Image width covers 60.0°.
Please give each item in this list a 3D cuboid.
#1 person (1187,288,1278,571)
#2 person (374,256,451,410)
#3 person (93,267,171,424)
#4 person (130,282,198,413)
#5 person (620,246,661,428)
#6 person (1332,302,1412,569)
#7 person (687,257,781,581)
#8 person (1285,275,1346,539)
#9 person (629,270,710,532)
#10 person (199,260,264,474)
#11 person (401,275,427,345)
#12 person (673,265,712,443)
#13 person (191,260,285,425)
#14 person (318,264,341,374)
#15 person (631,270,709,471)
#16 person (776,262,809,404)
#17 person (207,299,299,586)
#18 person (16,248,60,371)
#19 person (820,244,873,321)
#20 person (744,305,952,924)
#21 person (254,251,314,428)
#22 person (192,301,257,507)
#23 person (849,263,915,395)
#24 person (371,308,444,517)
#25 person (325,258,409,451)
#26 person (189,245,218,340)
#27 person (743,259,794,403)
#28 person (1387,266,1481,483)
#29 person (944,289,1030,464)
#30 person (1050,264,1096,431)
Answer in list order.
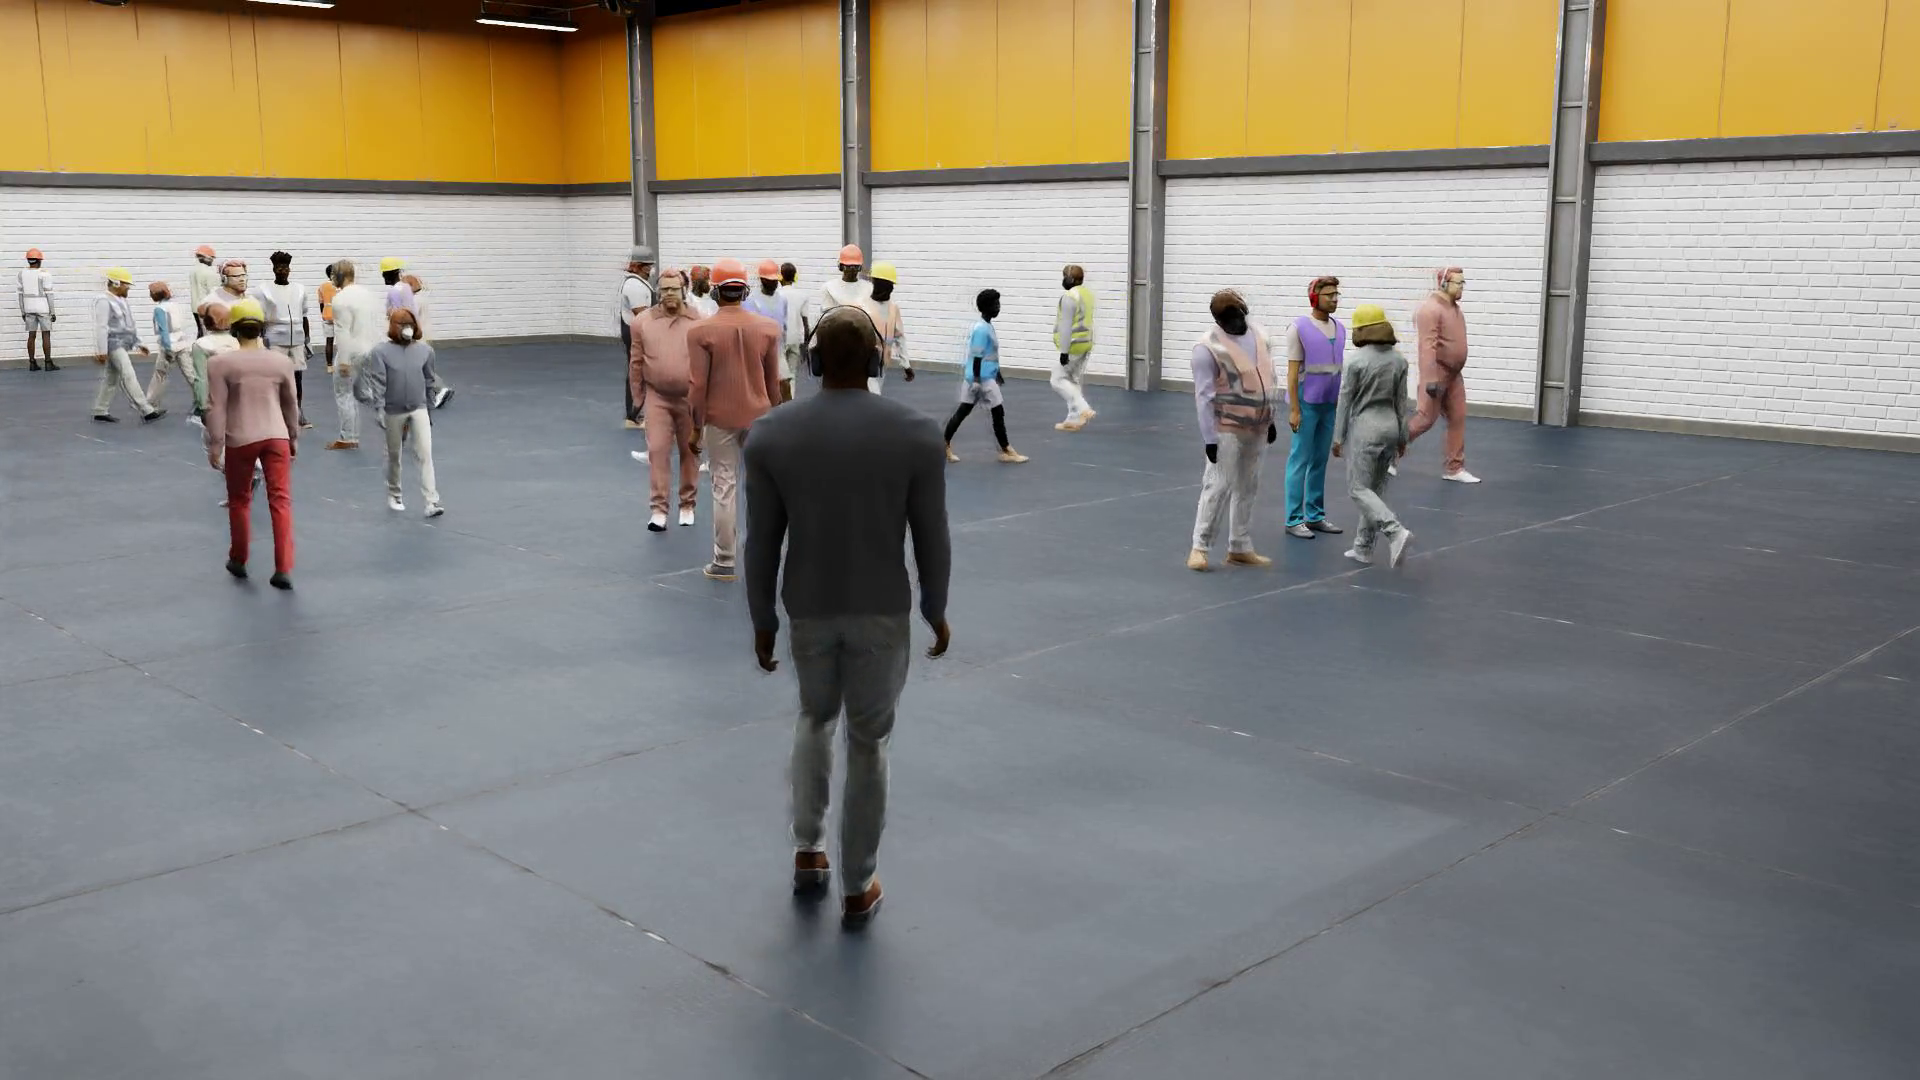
[{"bbox_3d":[1.761,-0.695,10.609,0.693,1.810,0.436,-8,13,-36],"label":"person"},{"bbox_3d":[-6.734,-2.518,20.294,0.855,1.895,0.600,0,10,-2],"label":"person"},{"bbox_3d":[-9.463,-2.189,18.820,0.901,1.766,0.590,-2,11,-10],"label":"person"},{"bbox_3d":[-9.417,-2.272,19.778,0.895,1.577,0.537,0,10,3],"label":"person"},{"bbox_3d":[-3.374,-2.254,18.437,0.783,2.000,0.693,-1,10,-3],"label":"person"},{"bbox_3d":[2.685,-0.658,10.637,0.502,1.712,0.687,-5,11,-24],"label":"person"},{"bbox_3d":[-1.402,-0.742,10.313,0.611,1.996,0.387,-6,12,-29],"label":"person"},{"bbox_3d":[2.520,-0.947,11.827,0.563,1.850,0.389,-9,13,-39],"label":"person"},{"bbox_3d":[-2.054,-0.988,11.968,0.673,1.872,0.878,-1,10,-6],"label":"person"},{"bbox_3d":[-6.453,-1.542,14.914,0.406,1.910,0.639,4,11,21],"label":"person"},{"bbox_3d":[-7.161,-2.626,21.602,0.611,1.608,0.538,-4,11,-22],"label":"person"},{"bbox_3d":[-2.706,-1.873,16.929,0.957,1.839,0.579,4,11,22],"label":"person"},{"bbox_3d":[-8.103,-2.181,18.546,1.054,1.865,0.598,-2,11,-9],"label":"person"},{"bbox_3d":[-9.613,-3.397,25.600,0.536,1.699,0.321,3,11,17],"label":"person"},{"bbox_3d":[-2.573,-1.522,15.070,0.972,1.811,0.543,3,11,14],"label":"person"},{"bbox_3d":[-1.914,-2.150,18.423,0.567,1.836,0.613,-4,11,-23],"label":"person"},{"bbox_3d":[-4.331,-0.597,10.195,0.558,1.732,0.828,-8,13,-37],"label":"person"},{"bbox_3d":[-14.522,-3.624,26.217,0.544,1.930,0.382,0,10,1],"label":"person"},{"bbox_3d":[-1.110,-1.970,16.888,0.607,2.041,0.377,-3,11,-16],"label":"person"},{"bbox_3d":[-0.343,0.230,5.250,0.631,1.918,0.564,2,11,9],"label":"person"},{"bbox_3d":[-7.413,-2.186,18.271,0.364,1.962,0.613,10,14,43],"label":"person"},{"bbox_3d":[-5.640,-1.029,12.880,0.491,1.628,0.517,5,12,27],"label":"person"},{"bbox_3d":[-0.739,-1.619,15.426,0.952,1.871,0.591,8,13,38],"label":"person"},{"bbox_3d":[-4.228,-0.973,12.696,0.503,1.587,0.869,-6,12,-30],"label":"person"},{"bbox_3d":[-5.910,-1.819,16.440,0.777,1.912,0.628,1,10,6],"label":"person"},{"bbox_3d":[-11.626,-3.553,25.700,0.654,1.974,0.460,7,13,35],"label":"person"},{"bbox_3d":[-1.926,-1.915,17.015,0.546,1.875,1.015,-8,13,-36],"label":"person"},{"bbox_3d":[4.117,-1.441,14.462,0.836,1.878,0.641,10,14,43],"label":"person"},{"bbox_3d":[0.170,-1.523,15.528,0.897,1.645,0.527,0,10,-2],"label":"person"},{"bbox_3d":[1.224,-2.075,18.049,0.450,1.821,0.643,5,11,25],"label":"person"}]
